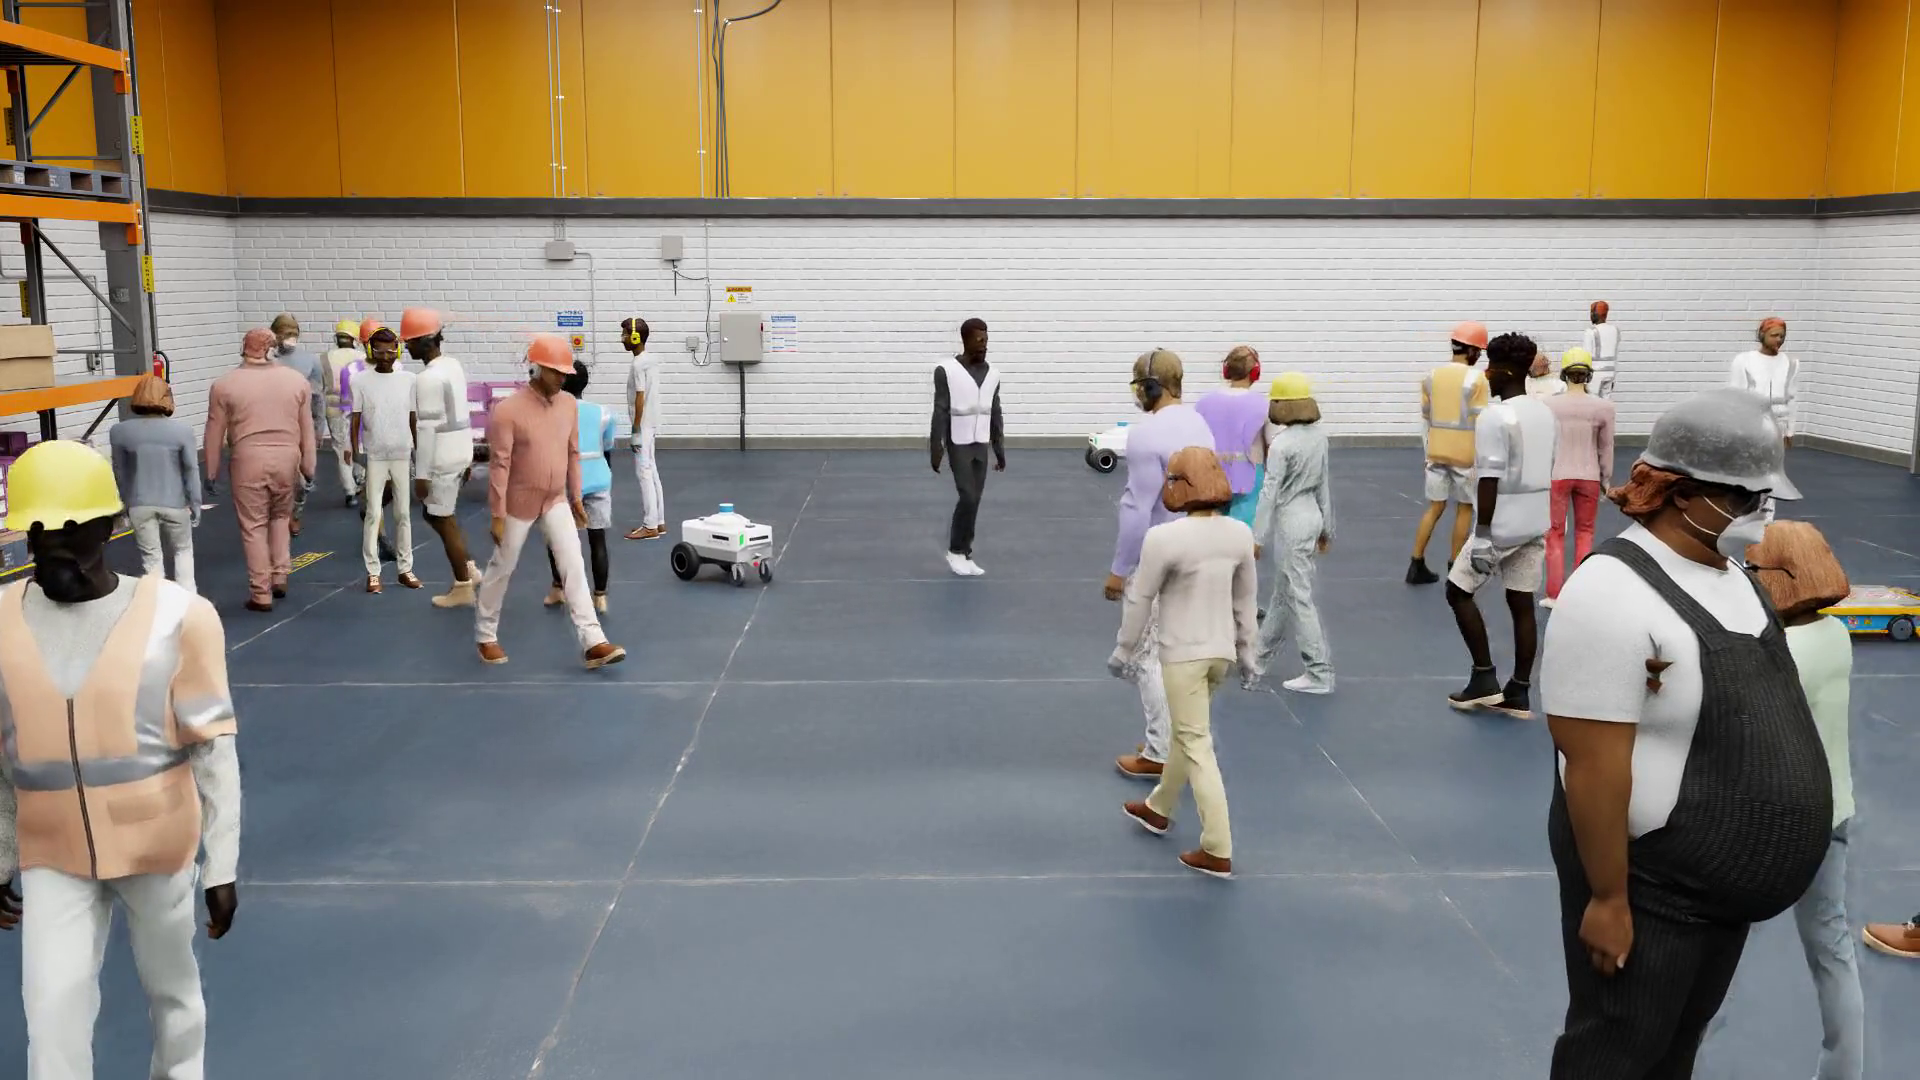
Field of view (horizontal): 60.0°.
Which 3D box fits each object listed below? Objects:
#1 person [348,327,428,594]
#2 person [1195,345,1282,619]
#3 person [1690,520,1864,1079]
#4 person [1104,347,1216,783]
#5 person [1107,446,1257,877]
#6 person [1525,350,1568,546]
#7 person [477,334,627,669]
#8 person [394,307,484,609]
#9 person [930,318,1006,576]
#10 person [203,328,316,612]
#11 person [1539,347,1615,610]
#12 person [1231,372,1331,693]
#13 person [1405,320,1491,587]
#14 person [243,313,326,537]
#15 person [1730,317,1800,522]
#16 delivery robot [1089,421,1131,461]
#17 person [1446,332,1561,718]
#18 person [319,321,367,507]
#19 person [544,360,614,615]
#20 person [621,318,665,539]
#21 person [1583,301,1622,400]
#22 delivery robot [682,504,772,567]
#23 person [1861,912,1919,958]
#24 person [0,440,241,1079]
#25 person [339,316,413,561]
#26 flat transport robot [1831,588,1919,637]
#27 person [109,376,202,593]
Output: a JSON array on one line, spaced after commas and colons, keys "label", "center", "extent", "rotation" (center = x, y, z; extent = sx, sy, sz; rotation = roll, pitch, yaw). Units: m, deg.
[{"label": "person", "center": [-4.018, -0.563, 11.709], "extent": [0.520, 1.865, 0.328], "rotation": [-7, 11, -35]}, {"label": "person", "center": [1.720, -0.307, 10.342], "extent": [0.579, 1.802, 0.989], "rotation": [7, 12, 38]}, {"label": "person", "center": [2.146, 0.741, 4.510], "extent": [0.505, 1.604, 0.752], "rotation": [-7, 12, -38]}, {"label": "person", "center": [0.919, 0.113, 7.385], "extent": [0.400, 1.920, 0.653], "rotation": [6, 11, 34]}, {"label": "person", "center": [0.816, 0.437, 6.389], "extent": [0.507, 1.599, 0.781], "rotation": [-7, 11, -36]}, {"label": "person", "center": [4.694, -0.720, 13.479], "extent": [0.572, 1.608, 0.385], "rotation": [3, 10, 19]}, {"label": "person", "center": [-2.357, -0.198, 9.386], "extent": [1.124, 1.890, 0.631], "rotation": [7, 12, 38]}, {"label": "person", "center": [-3.428, -0.516, 10.944], "extent": [0.468, 2.016, 0.643], "rotation": [0, 9, 1]}, {"label": "person", "center": [0.088, -0.674, 12.233], "extent": [0.604, 1.903, 0.492], "rotation": [-8, 12, -41]}, {"label": "person", "center": [-4.687, -0.472, 11.108], "extent": [0.684, 1.869, 0.601], "rotation": [-7, 12, -38]}, {"label": "person", "center": [4.043, -0.384, 10.994], "extent": [0.527, 1.763, 0.431], "rotation": [1, 9, 5]}, {"label": "person", "center": [1.725, -0.049, 8.987], "extent": [0.734, 1.707, 0.508], "rotation": [8, 12, 40]}, {"label": "person", "center": [3.528, -0.596, 11.792], "extent": [0.435, 1.898, 0.586], "rotation": [-7, 12, -38]}, {"label": "person", "center": [-5.516, -0.890, 13.575], "extent": [0.647, 1.916, 0.577], "rotation": [-5, 10, -28]}, {"label": "person", "center": [6.809, -0.968, 14.165], "extent": [0.591, 1.867, 0.729], "rotation": [1, 9, 5]}, {"label": "delivery robot", "center": [1.817, -1.093, 18.673], "extent": [0.707, 0.478, 0.477], "rotation": [-1, 9, -7]}, {"label": "person", "center": [2.719, -0.073, 8.428], "extent": [0.645, 1.948, 0.541], "rotation": [-7, 11, -36]}, {"label": "person", "center": [-5.888, -1.209, 15.978], "extent": [0.614, 1.772, 0.921], "rotation": [-3, 10, -20]}, {"label": "person", "center": [-2.541, -0.349, 10.954], "extent": [0.549, 1.679, 0.620], "rotation": [-7, 12, -38]}, {"label": "person", "center": [-2.683, -0.936, 14.023], "extent": [0.318, 1.857, 0.509], "rotation": [0, 9, 1]}, {"label": "person", "center": [7.763, -1.961, 20.230], "extent": [0.600, 1.883, 0.365], "rotation": [-4, 10, -22]}, {"label": "delivery robot", "center": [-1.693, -0.021, 12.097], "extent": [0.707, 0.478, 0.477], "rotation": [8, 12, 41]}, {"label": "person", "center": [3.377, 0.423, 5.319], "extent": [0.659, 1.978, 0.635], "rotation": [4, 10, 23]}, {"label": "person", "center": [-1.962, 0.720, 3.776], "extent": [0.612, 1.876, 0.954], "rotation": [-2, 9, -11]}, {"label": "person", "center": [-4.617, -0.811, 13.116], "extent": [0.557, 1.911, 0.828], "rotation": [-8, 12, -39]}, {"label": "flat transport robot", "center": [5.395, 0.445, 10.393], "extent": [1.431, 0.197, 0.652], "rotation": [0, 9, -1]}, {"label": "person", "center": [-4.931, -0.200, 10.241], "extent": [0.494, 1.612, 0.408], "rotation": [-3, 10, -21]}]
